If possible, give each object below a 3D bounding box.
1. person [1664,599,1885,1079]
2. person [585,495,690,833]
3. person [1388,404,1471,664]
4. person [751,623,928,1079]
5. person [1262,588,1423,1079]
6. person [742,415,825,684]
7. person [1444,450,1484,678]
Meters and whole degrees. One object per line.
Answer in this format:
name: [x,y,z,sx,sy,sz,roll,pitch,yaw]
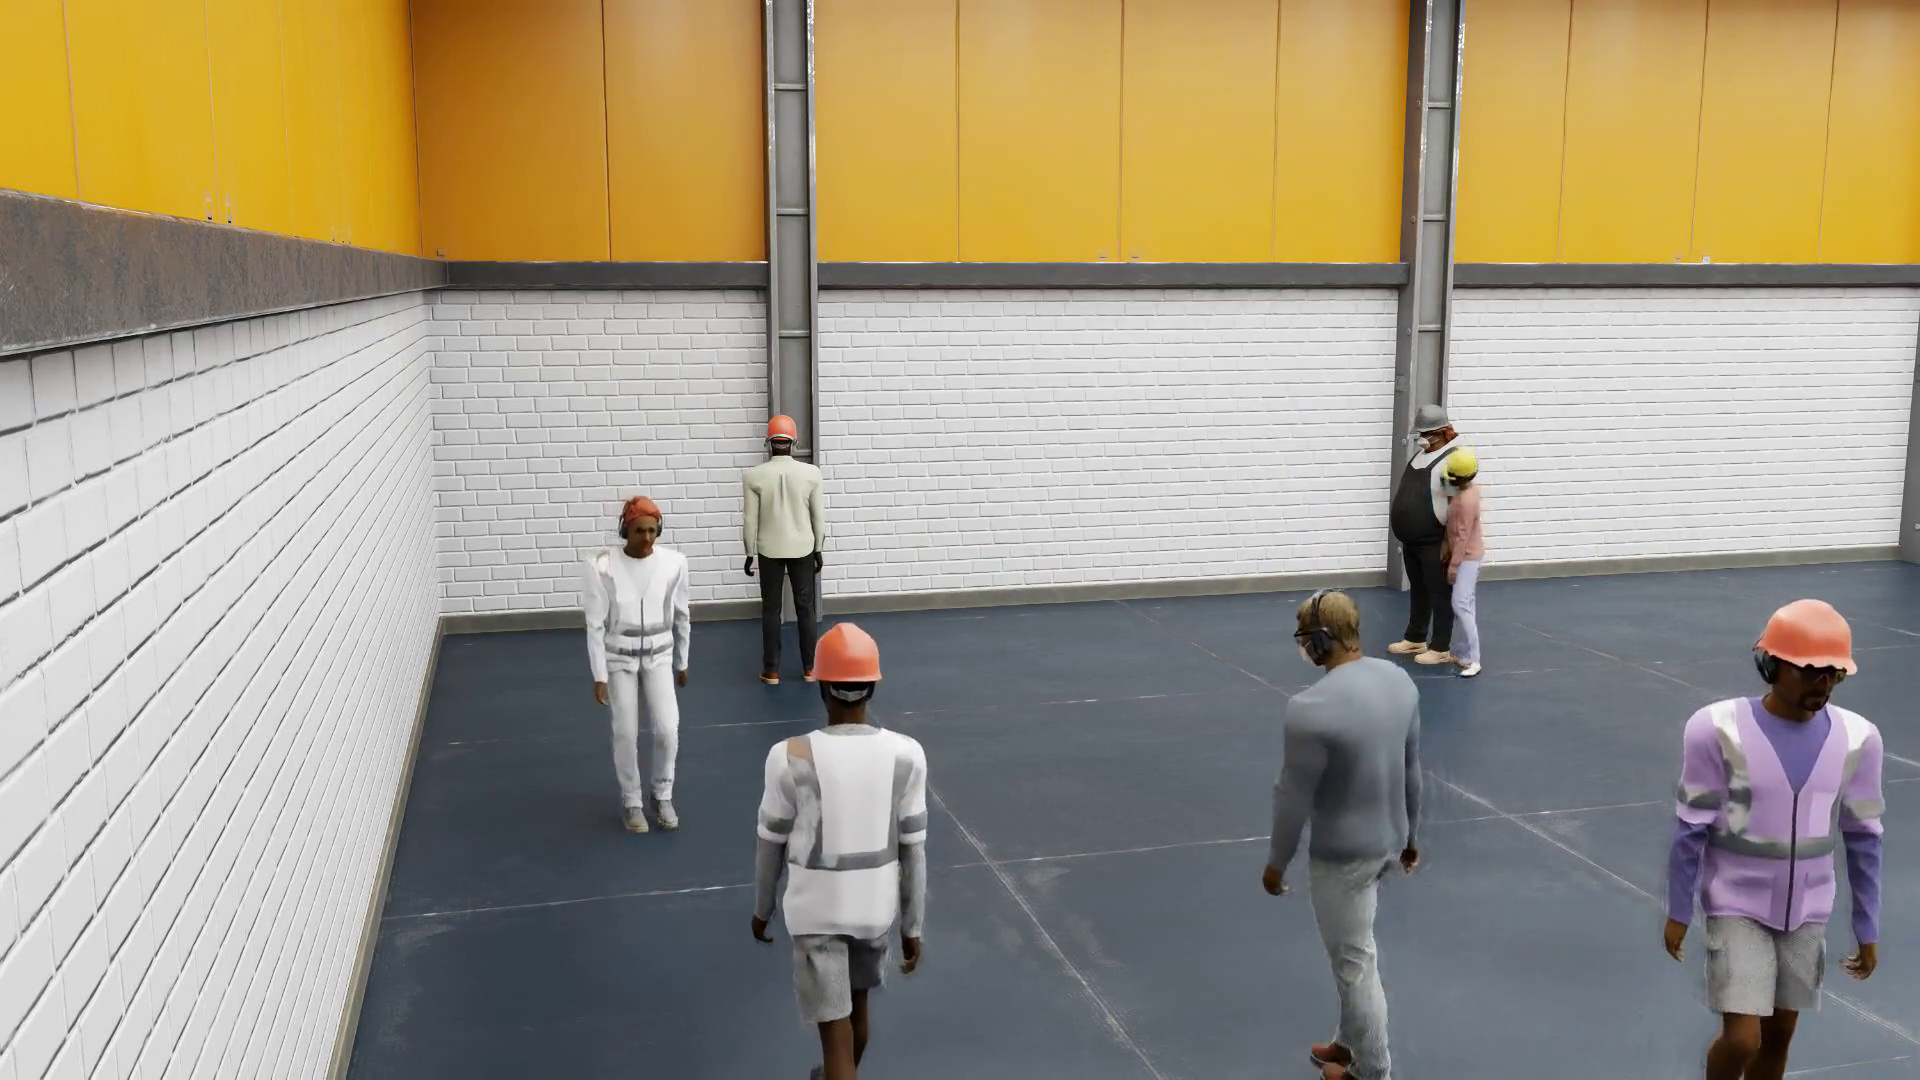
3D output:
person: [2.608,1.175,5.334,0.636,2.021,0.464,0,9,1]
person: [-1.728,0.677,8.967,0.581,1.862,0.487,-4,10,-21]
person: [3.635,-0.059,12.992,0.537,2.000,0.678,-2,9,-14]
person: [-0.390,1.213,5.540,0.546,1.890,0.996,-4,10,-22]
person: [1.373,1.122,6.070,0.663,1.901,0.612,-8,12,-42]
person: [-1.301,0.073,12.307,0.610,1.996,0.386,-2,9,-11]
person: [3.821,0.157,12.656,0.313,1.721,0.640,3,10,18]
